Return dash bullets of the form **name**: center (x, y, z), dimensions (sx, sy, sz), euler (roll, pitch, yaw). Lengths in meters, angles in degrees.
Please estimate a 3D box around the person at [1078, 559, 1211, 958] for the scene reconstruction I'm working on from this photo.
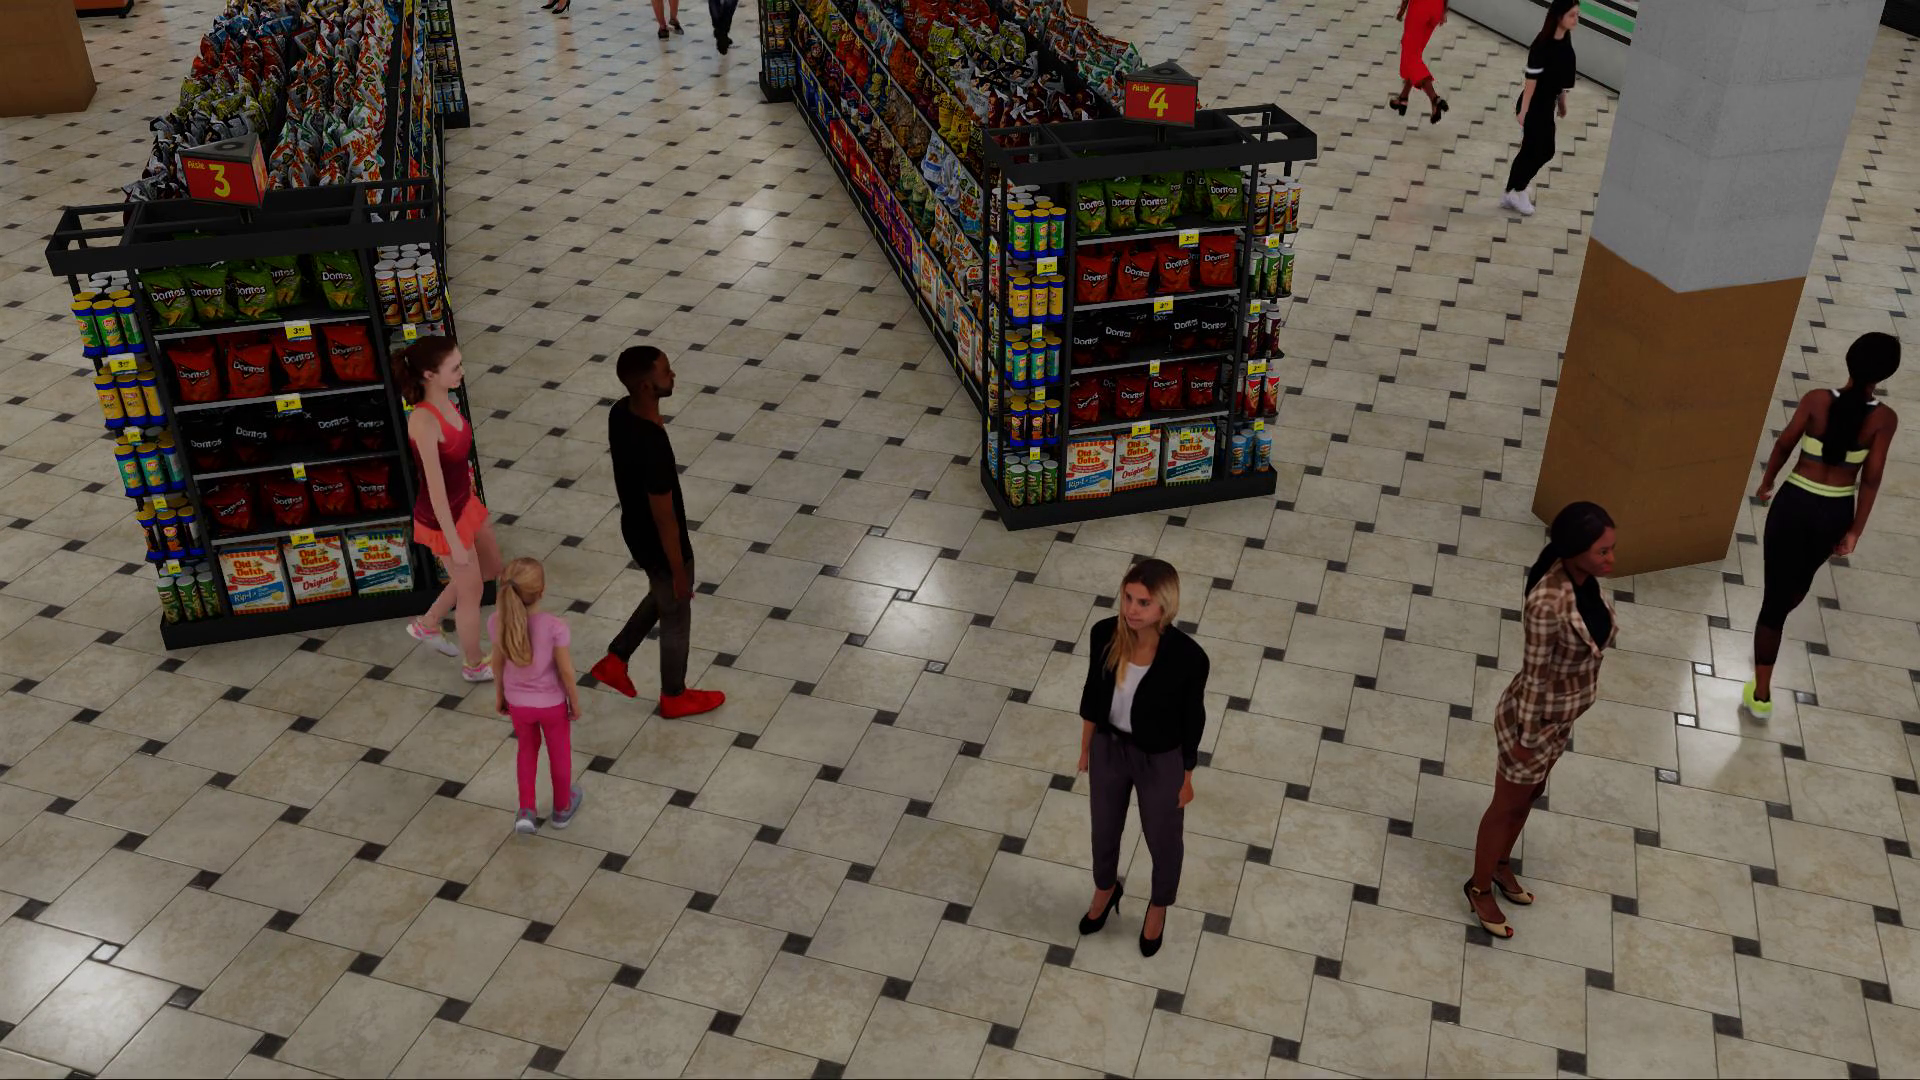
- **person**: center (0.637, 0.780, 5.850), dimensions (0.681, 1.670, 0.741), euler (17, 36, 25)

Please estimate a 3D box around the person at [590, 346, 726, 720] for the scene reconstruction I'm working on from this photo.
- **person**: center (-1.355, 0.022, 6.951), dimensions (0.818, 1.795, 0.796), euler (-15, 35, -23)

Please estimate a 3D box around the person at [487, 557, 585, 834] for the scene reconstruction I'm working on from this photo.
- **person**: center (-1.662, 0.648, 6.446), dimensions (0.629, 1.264, 0.748), euler (3, 32, 5)

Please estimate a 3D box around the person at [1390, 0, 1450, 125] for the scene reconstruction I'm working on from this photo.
- **person**: center (3.946, -4.361, 14.022), dimensions (0.689, 1.767, 1.118), euler (-13, 34, -20)

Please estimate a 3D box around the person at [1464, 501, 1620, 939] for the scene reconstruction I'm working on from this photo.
- **person**: center (2.063, 0.646, 5.948), dimensions (0.714, 1.794, 0.680), euler (25, 39, 34)

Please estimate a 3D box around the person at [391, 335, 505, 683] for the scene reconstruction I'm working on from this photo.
- **person**: center (-2.277, -0.084, 7.180), dimensions (0.720, 1.732, 0.731), euler (-3, 32, -4)

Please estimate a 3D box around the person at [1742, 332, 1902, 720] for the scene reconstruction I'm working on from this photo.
- **person**: center (3.614, -0.014, 7.099), dimensions (1.040, 1.699, 1.199), euler (12, 34, 18)

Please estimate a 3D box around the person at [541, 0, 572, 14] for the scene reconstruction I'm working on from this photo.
- **person**: center (-4.310, -6.436, 17.309), dimensions (0.866, 1.816, 0.783), euler (-21, 37, -30)

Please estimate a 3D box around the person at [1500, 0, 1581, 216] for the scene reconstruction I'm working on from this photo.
- **person**: center (4.227, -3.228, 12.335), dimensions (0.759, 1.625, 0.718), euler (24, 39, 33)
